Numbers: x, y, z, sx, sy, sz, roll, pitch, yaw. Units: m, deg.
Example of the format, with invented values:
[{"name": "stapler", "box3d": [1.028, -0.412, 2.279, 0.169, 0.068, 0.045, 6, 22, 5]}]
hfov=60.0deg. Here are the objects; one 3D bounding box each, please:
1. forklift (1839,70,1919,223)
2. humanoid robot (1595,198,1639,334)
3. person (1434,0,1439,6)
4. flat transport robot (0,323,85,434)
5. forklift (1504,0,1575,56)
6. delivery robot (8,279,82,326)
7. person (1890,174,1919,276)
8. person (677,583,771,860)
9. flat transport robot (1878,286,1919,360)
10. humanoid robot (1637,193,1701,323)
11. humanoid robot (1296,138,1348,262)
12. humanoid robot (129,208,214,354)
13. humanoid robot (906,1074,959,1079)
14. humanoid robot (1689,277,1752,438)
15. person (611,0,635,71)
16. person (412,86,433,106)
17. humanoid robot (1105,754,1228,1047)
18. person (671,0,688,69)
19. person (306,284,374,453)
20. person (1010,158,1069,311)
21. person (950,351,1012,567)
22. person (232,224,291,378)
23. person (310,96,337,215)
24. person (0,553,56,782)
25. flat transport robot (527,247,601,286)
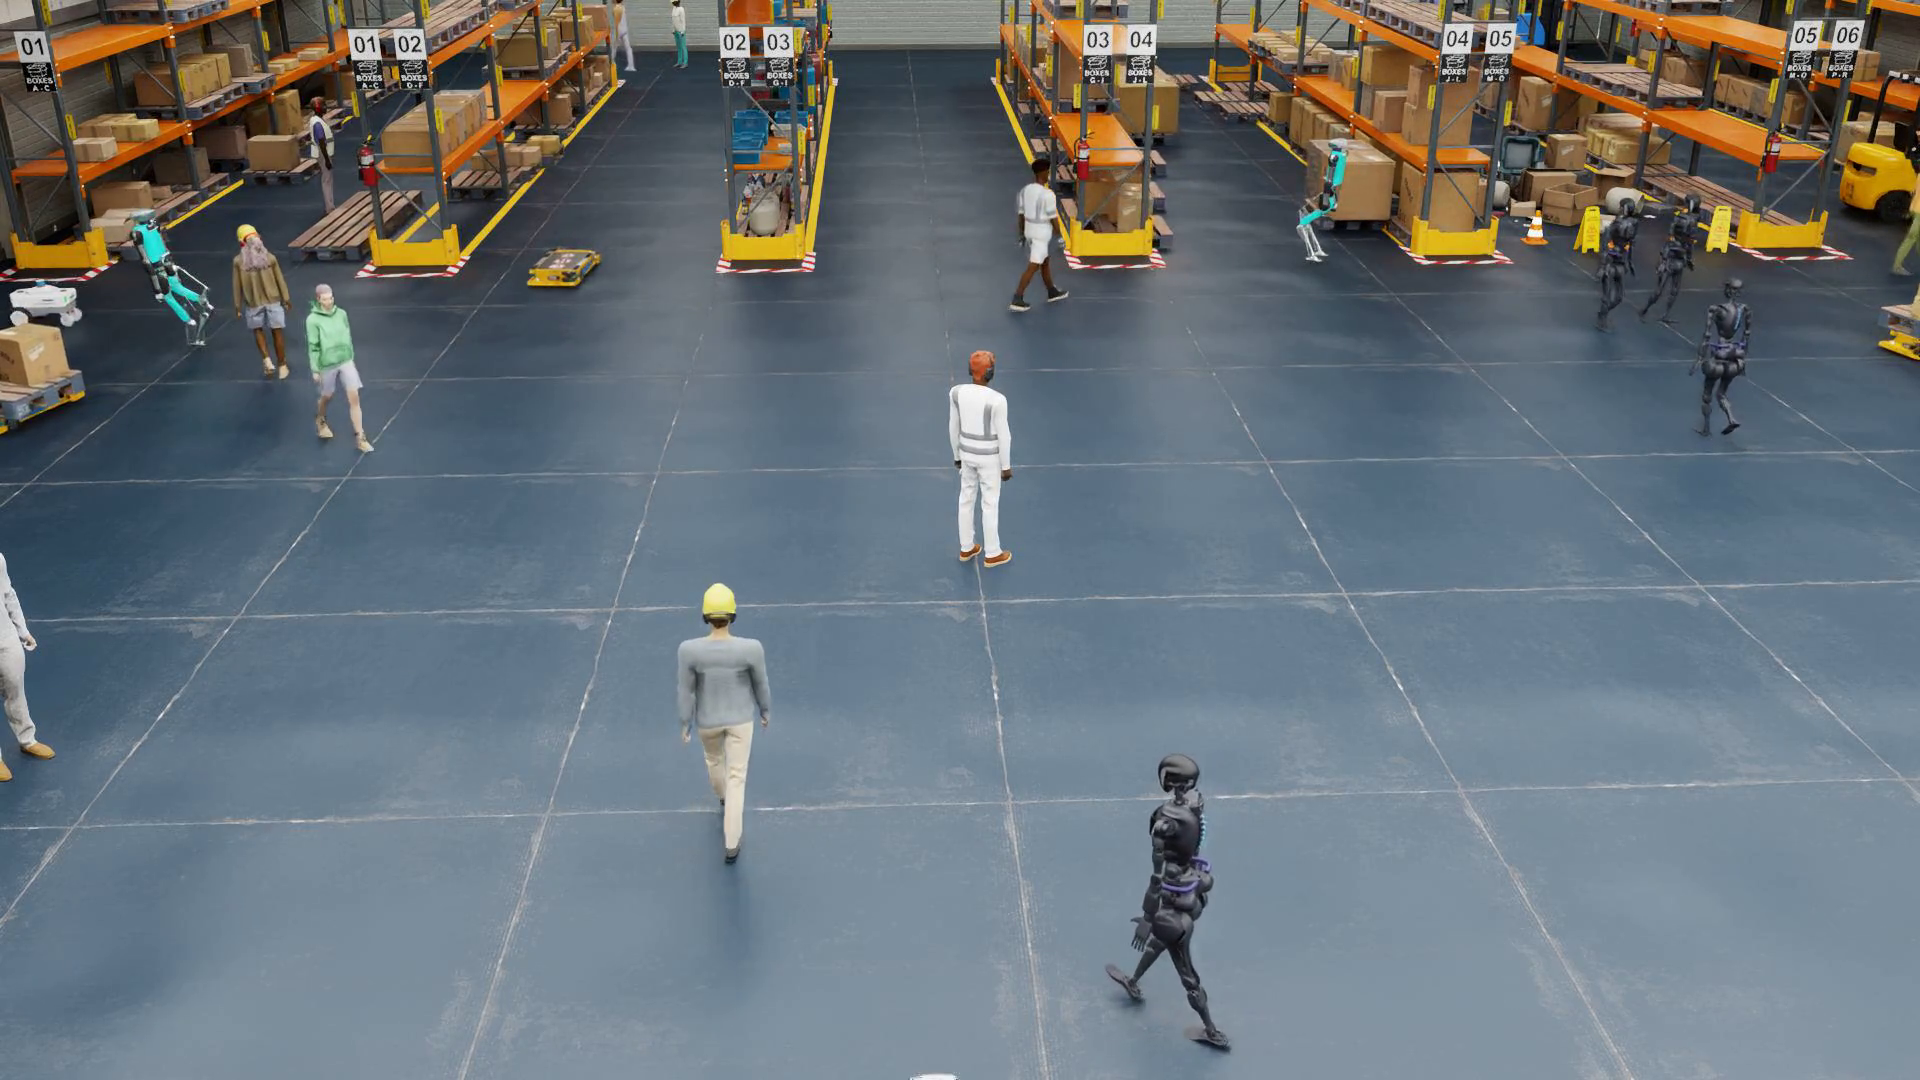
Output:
[{"name": "forklift", "box3d": [15.132, -6.143, 25.915, 2.313, 2.155, 1.214, -1, 24, -2]}, {"name": "humanoid robot", "box3d": [8.033, -3.364, 20.344, 0.609, 1.659, 0.551, -13, 27, -27]}, {"name": "person", "box3d": [11.981, -12.989, 41.806, 0.434, 1.779, 0.637, -21, 32, -39]}, {"name": "flat transport robot", "box3d": [-10.071, -1.404, 17.627, 0.659, 0.231, 1.431, 6, 25, 13]}, {"name": "forklift", "box3d": [14.700, -13.805, 42.301, 1.873, 2.768, 1.129, -1, 24, -2]}, {"name": "delivery robot", "box3d": [-11.436, -2.940, 20.747, 0.814, 0.611, 0.499, -2, 24, -4]}, {"name": "person", "box3d": [13.250, -4.441, 22.704, 0.830, 1.669, 0.478, -1, 24, -2]}, {"name": "person", "box3d": [-1.441, 1.048, 10.307, 0.546, 1.722, 0.882, 0, 24, 0]}, {"name": "flat transport robot", "box3d": [11.745, -2.350, 19.753, 1.431, 0.231, 0.659, -7, 25, -15]}, {"name": "humanoid robot", "box3d": [8.816, -3.494, 20.603, 0.610, 1.645, 0.484, -14, 28, -29]}, {"name": "humanoid robot", "box3d": [5.013, -4.786, 23.312, 0.717, 1.709, 0.530, 13, 27, 27]}, {"name": "humanoid robot", "box3d": [-9.071, -2.936, 19.363, 0.803, 1.851, 0.565, 1, 24, 2]}, {"name": "humanoid robot", "box3d": [-0.032, 2.869, 6.237, 0.553, 1.799, 0.819, -6, 25, -13]}, {"name": "humanoid robot", "box3d": [7.755, -1.827, 16.866, 0.615, 1.644, 0.449, -6, 25, -14]}, {"name": "person", "box3d": [-8.293, -12.267, 40.119, 0.950, 1.819, 0.554, 11, 26, 24]}, {"name": "person", "box3d": [-10.977, -9.375, 33.783, 0.558, 1.682, 0.413, -2, 24, -4]}, {"name": "humanoid robot", "box3d": [1.094, 1.850, 8.634, 0.789, 1.629, 0.585, 14, 27, 28]}, {"name": "person", "box3d": [-6.853, -12.391, 40.480, 0.317, 1.763, 0.521, -17, 29, -33]}, {"name": "person", "box3d": [-6.307, -1.761, 16.669, 0.485, 1.699, 0.881, -22, 32, -40]}, {"name": "person", "box3d": [1.008, -3.910, 21.252, 1.018, 1.909, 0.605, -14, 28, -28]}, {"name": "person", "box3d": [0.182, -0.684, 14.022, 0.572, 1.886, 0.356, 16, 28, 31]}, {"name": "person", "box3d": [-7.821, -2.666, 18.649, 0.590, 1.738, 0.429, -10, 26, -20]}, {"name": "person", "box3d": [-9.917, -5.975, 25.955, 0.390, 1.849, 0.565, -9, 26, -19]}, {"name": "person", "box3d": [-6.427, 0.668, 10.974, 0.357, 1.895, 0.570, 13, 27, 26]}, {"name": "flat transport robot", "box3d": [-5.448, -3.759, 22.919, 0.659, 0.231, 1.431, 1, 24, 2]}]
